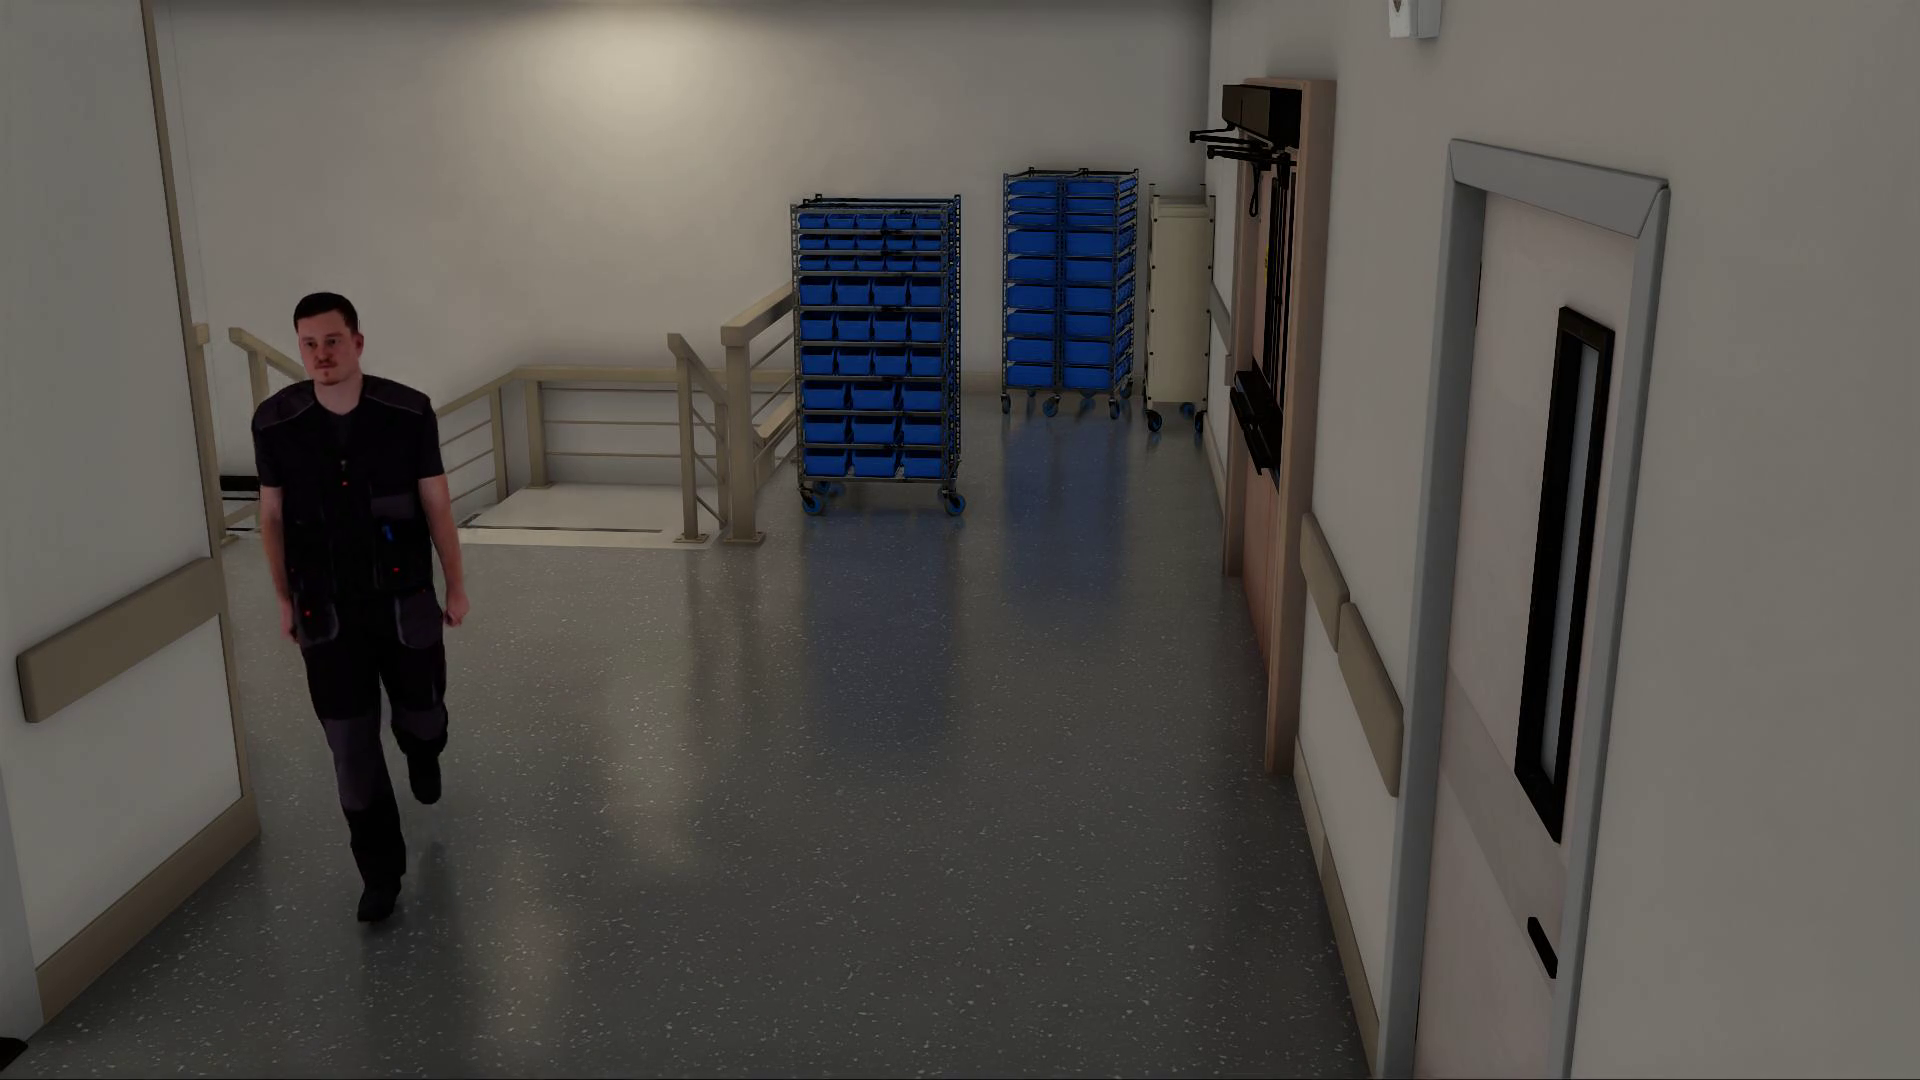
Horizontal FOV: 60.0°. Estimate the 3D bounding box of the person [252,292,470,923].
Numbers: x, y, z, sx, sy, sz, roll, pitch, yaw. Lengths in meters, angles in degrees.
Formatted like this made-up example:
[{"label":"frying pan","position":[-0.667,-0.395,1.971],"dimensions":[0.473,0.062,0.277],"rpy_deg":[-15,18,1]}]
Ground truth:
[{"label":"person","position":[-1.793,0.166,5.044],"dimensions":[0.956,1.822,1.216],"rpy_deg":[-4,16,-14]}]
